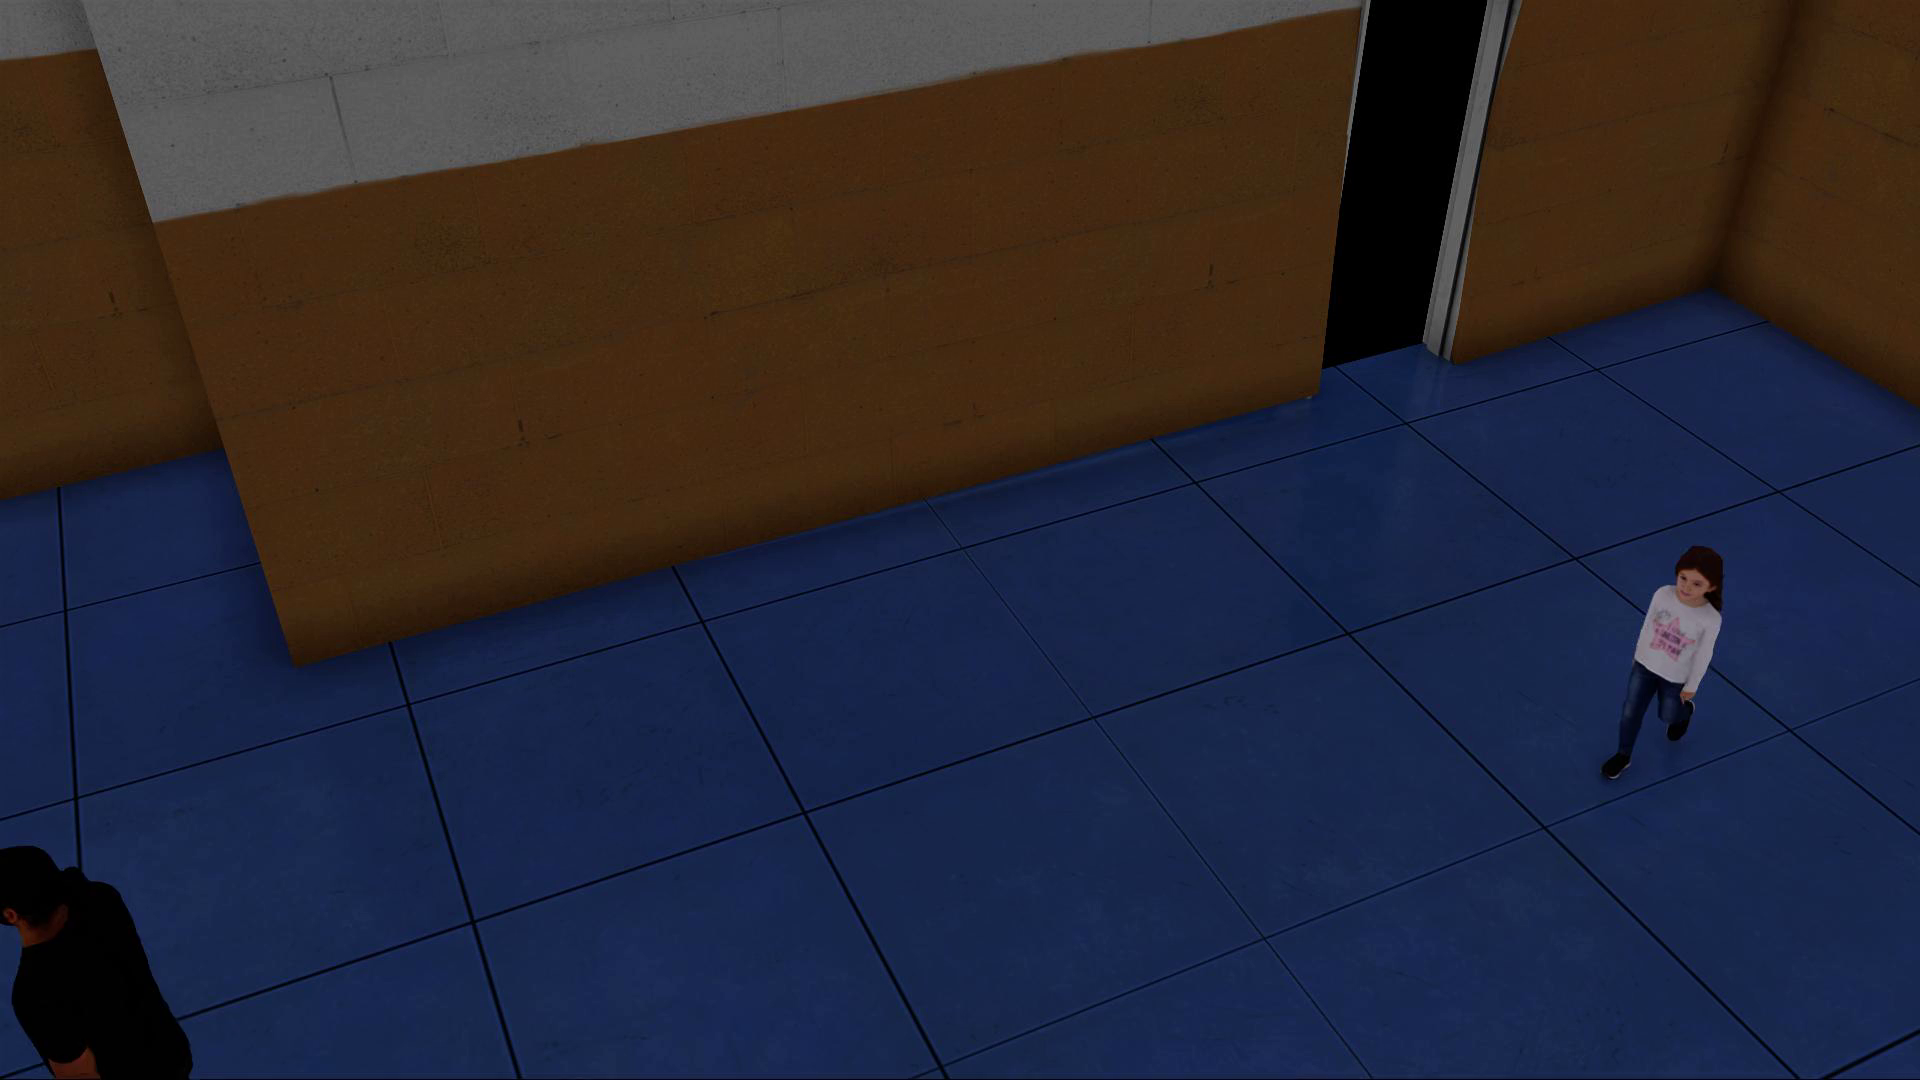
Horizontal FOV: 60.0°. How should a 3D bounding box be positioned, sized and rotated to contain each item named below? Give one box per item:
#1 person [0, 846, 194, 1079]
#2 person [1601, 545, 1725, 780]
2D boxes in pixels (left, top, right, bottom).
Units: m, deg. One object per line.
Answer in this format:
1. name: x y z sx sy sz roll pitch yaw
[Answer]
1. person: -2.293 1.518 4.724 0.838 1.744 0.733 -1 37 -1
2. person: 2.859 0.471 6.654 0.617 1.100 0.698 -27 45 -31
